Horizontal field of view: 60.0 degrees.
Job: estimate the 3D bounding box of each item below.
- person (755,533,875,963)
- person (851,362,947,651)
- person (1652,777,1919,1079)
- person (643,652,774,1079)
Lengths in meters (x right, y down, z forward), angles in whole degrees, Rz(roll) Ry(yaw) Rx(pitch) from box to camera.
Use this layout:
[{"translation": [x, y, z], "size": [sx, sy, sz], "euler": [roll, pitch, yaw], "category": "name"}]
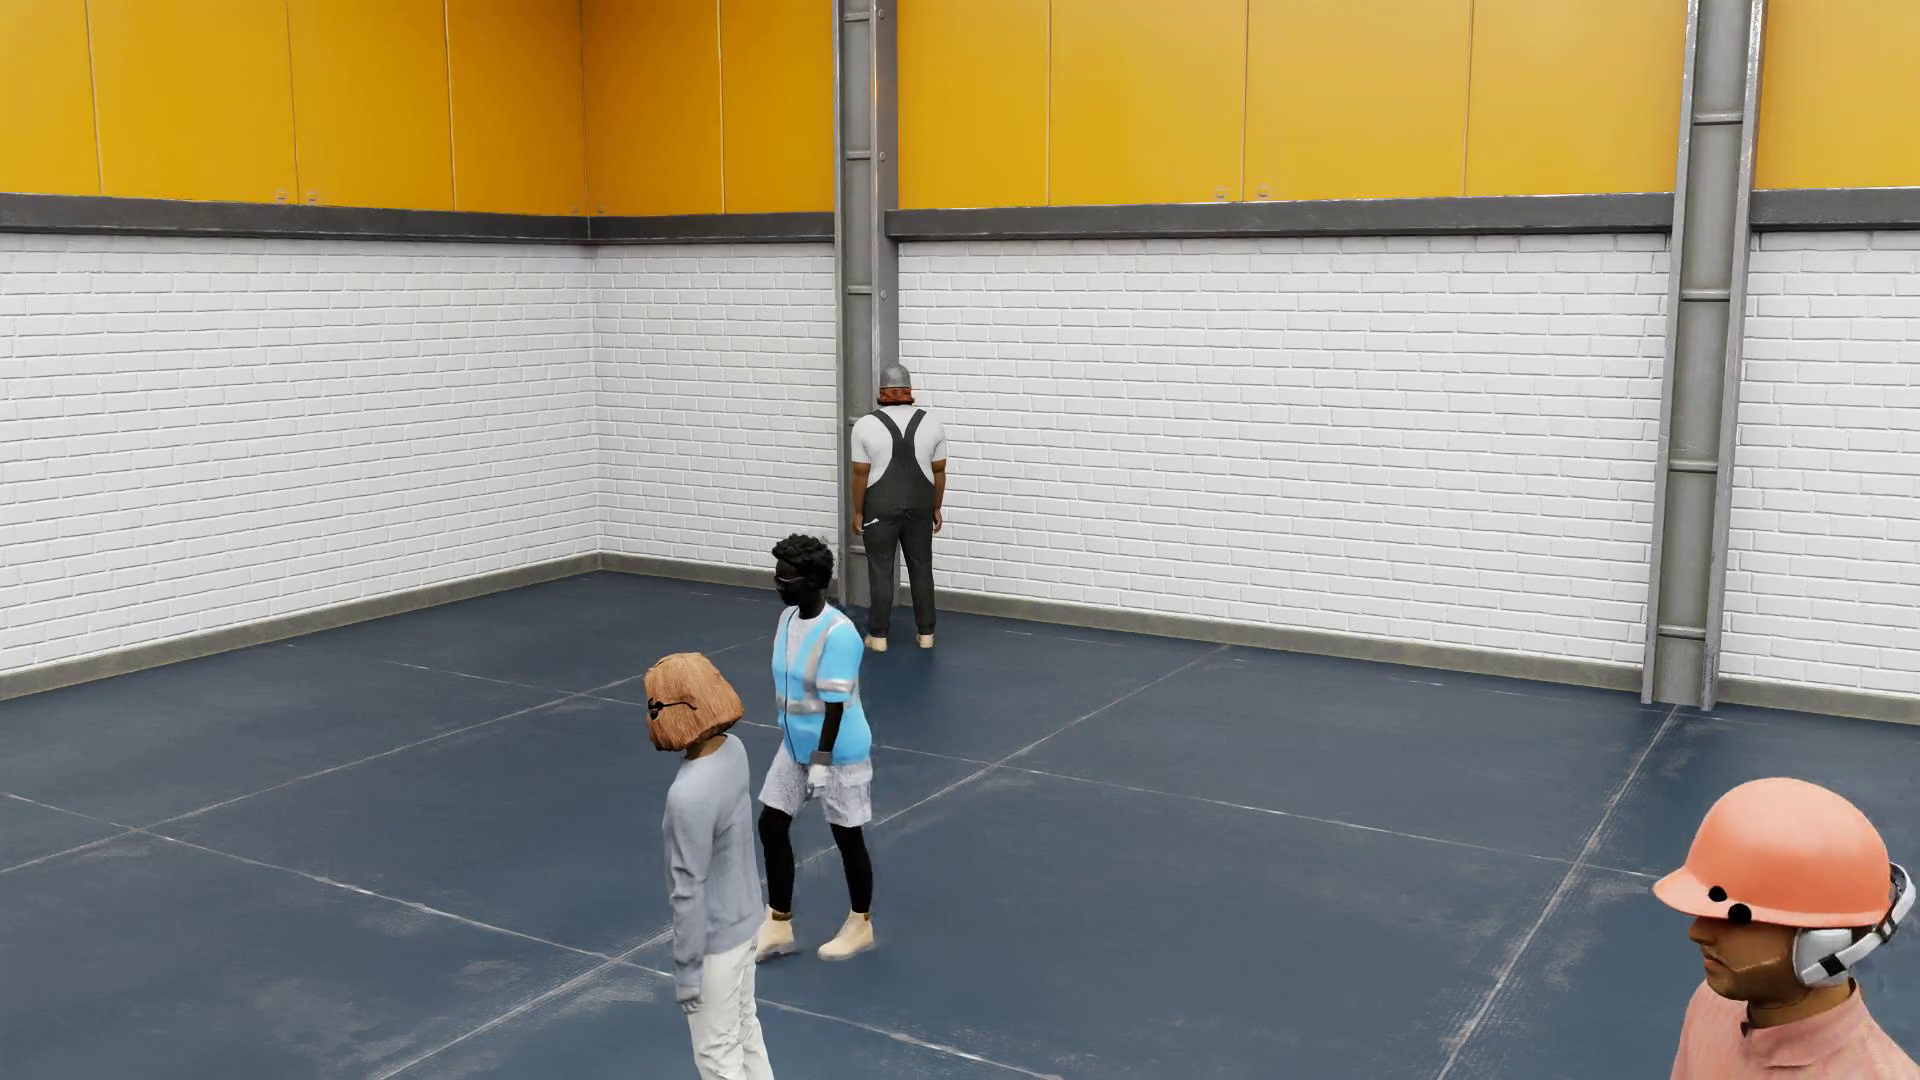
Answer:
[{"translation": [-0.599, 0.812, 6.285], "size": [0.663, 1.667, 0.541], "euler": [-7, 12, -38], "category": "person"}, {"translation": [-0.455, -0.245, 11.752], "size": [0.688, 2.000, 0.535], "euler": [-3, 9, -16], "category": "person"}, {"translation": [1.153, 1.291, 2.492], "size": [1.000, 1.937, 0.636], "euler": [1, 9, 4], "category": "person"}, {"translation": [-0.692, 1.109, 4.619], "size": [0.310, 1.624, 0.494], "euler": [1, 9, 8], "category": "person"}]
